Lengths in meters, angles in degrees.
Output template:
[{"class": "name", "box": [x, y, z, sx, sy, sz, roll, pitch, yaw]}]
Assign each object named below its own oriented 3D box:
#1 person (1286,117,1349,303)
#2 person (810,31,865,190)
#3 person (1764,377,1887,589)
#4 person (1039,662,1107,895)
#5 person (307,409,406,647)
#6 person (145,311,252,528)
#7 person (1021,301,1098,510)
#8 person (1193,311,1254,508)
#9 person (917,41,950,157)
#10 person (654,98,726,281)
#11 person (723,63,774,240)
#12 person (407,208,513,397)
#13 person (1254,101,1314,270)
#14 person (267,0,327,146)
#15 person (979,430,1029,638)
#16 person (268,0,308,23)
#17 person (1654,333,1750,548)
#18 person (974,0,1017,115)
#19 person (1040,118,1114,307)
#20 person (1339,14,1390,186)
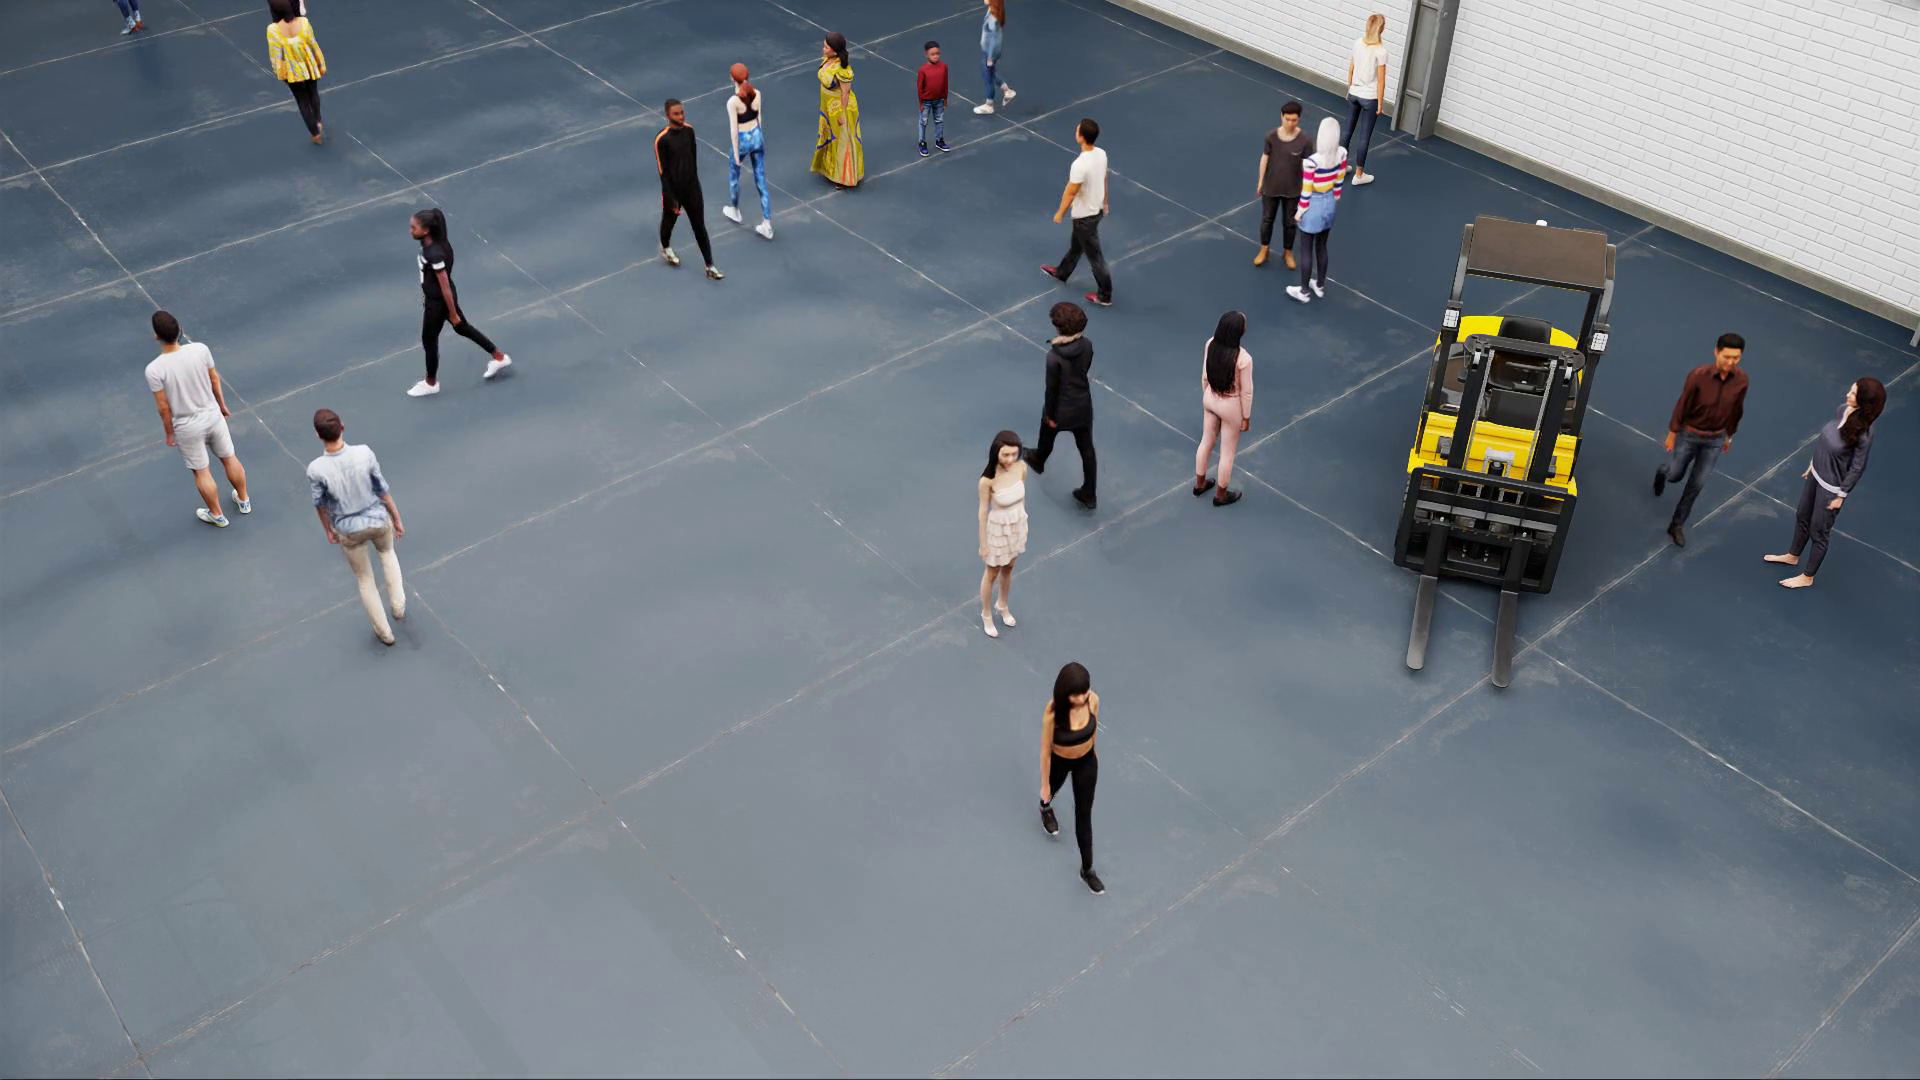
[{"class": "person", "box": [3.329, -3.069, 15.441, 0.687, 1.809, 0.567, -20, 43, -23]}, {"class": "person", "box": [-1.272, -4.512, 17.374, 0.964, 1.661, 0.778, -20, 43, -23]}, {"class": "person", "box": [6.368, -0.435, 12.175, 0.753, 1.768, 0.656, -2, 39, -3]}, {"class": "person", "box": [0.622, 1.311, 10.122, 0.831, 1.601, 1.154, -13, 40, -16]}, {"class": "person", "box": [-4.176, -0.061, 11.668, 0.763, 1.817, 0.797, -19, 43, -23]}, {"class": "person", "box": [-5.842, -0.928, 12.723, 0.638, 1.855, 0.730, 26, 45, 29]}, {"class": "person", "box": [0.900, -0.997, 12.914, 0.728, 1.723, 1.160, -21, 43, -24]}, {"class": "person", "box": [2.053, -1.025, 12.951, 0.678, 1.721, 0.470, -29, 47, -32]}, {"class": "person", "box": [-0.306, -4.820, 18.078, 0.551, 1.253, 0.564, -14, 41, -17]}, {"class": "person", "box": [-2.723, -3.354, 15.832, 0.616, 1.765, 1.149, -27, 46, -30]}, {"class": "person", "box": [-2.036, -3.803, 16.411, 0.608, 1.755, 0.977, -23, 44, -26]}, {"class": "person", "box": [-4.344, -2.045, 14.251, 0.923, 1.692, 1.171, -15, 41, -18]}, {"class": "person", "box": [3.112, -3.423, 15.965, 0.643, 1.708, 0.776, 13, 40, 15]}, {"class": "person", "box": [-7.166, -5.085, 18.101, 0.726, 1.640, 0.827, -23, 44, -27]}, {"class": "person", "box": [0.298, -0.052, 11.721, 0.572, 1.737, 0.533, -26, 45, -29]}, {"class": "person", "box": [-7.998, -6.462, 19.780, 0.973, 1.695, 1.154, -4, 39, -4]}, {"class": "person", "box": [5.620, -0.833, 12.678, 1.020, 1.762, 1.078, 3, 39, 4]}, {"class": "person", "box": [0.427, -5.521, 18.782, 0.841, 1.470, 0.782, 3, 39, 4]}, {"class": "person", "box": [1.267, -2.983, 15.375, 1.147, 1.767, 0.914, 17, 42, 20]}, {"class": "person", "box": [4.211, -4.611, 17.372, 0.664, 1.808, 0.423, -27, 46, -29]}]
